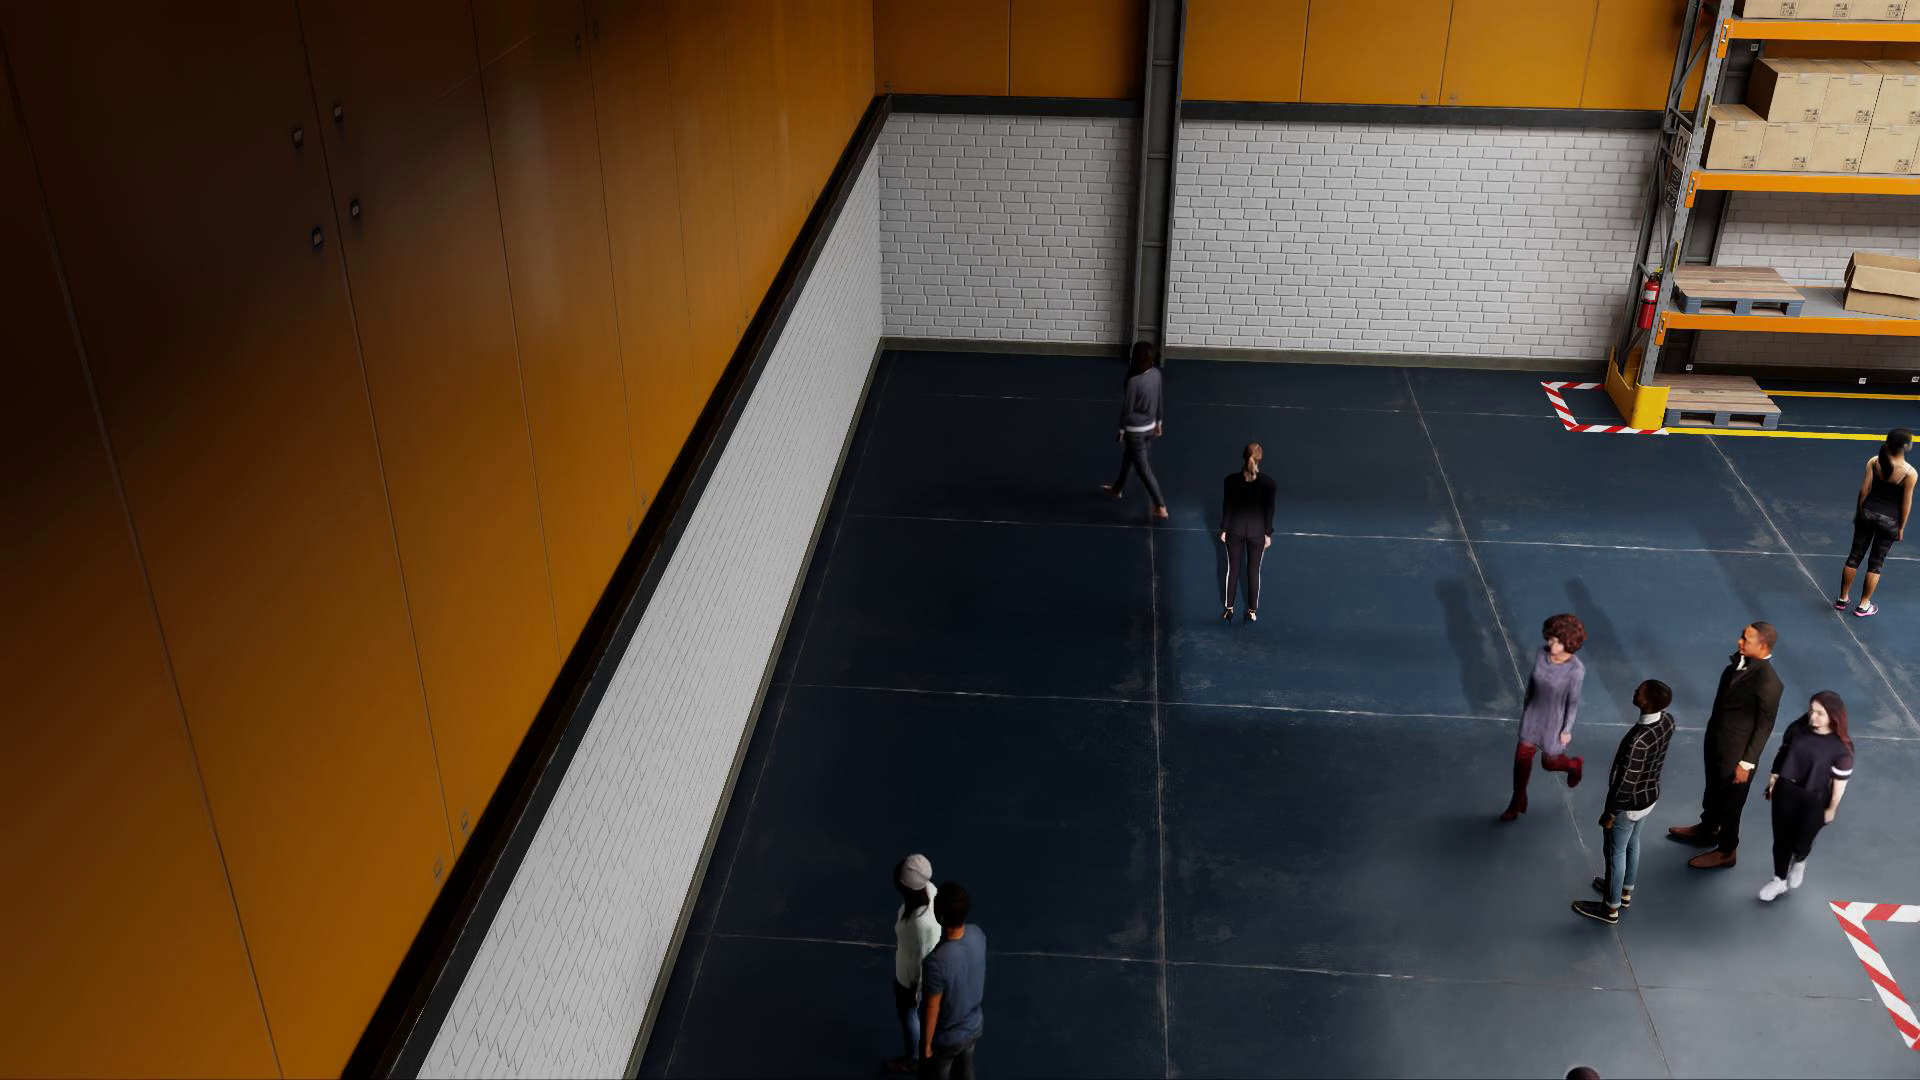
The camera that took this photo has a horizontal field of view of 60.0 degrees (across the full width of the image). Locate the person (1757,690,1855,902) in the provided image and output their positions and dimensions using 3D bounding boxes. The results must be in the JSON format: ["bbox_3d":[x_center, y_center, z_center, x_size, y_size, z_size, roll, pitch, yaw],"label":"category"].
[{"bbox_3d":[5.644,1.676,11.072,0.831,1.625,0.772,-19,34,-31],"label":"person"}]

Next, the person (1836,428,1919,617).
[{"bbox_3d":[7.905,-0.162,14.336,0.713,1.727,0.650,-23,36,-35],"label":"person"}]

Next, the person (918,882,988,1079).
[{"bbox_3d":[-0.005,2.648,9.105,0.789,1.802,0.769,17,33,29],"label":"person"}]

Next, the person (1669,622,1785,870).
[{"bbox_3d":[5.279,1.383,11.319,0.602,1.903,0.714,1,29,1],"label":"person"}]

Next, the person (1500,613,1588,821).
[{"bbox_3d":[4.225,1.260,11.767,1.026,1.689,0.905,-14,32,-24],"label":"person"}]

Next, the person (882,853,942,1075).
[{"bbox_3d":[-0.184,2.462,9.612,0.734,1.643,0.610,3,29,6],"label":"person"}]

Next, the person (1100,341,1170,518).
[{"bbox_3d":[1.783,-1.022,15.914,1.075,1.725,1.195,-25,37,-38],"label":"person"}]

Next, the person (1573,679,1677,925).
[{"bbox_3d":[4.387,1.690,10.841,0.739,1.821,0.778,-25,38,-38],"label":"person"}]

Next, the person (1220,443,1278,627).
[{"bbox_3d":[2.431,-0.041,14.133,0.512,1.707,0.693,6,29,10],"label":"person"}]
